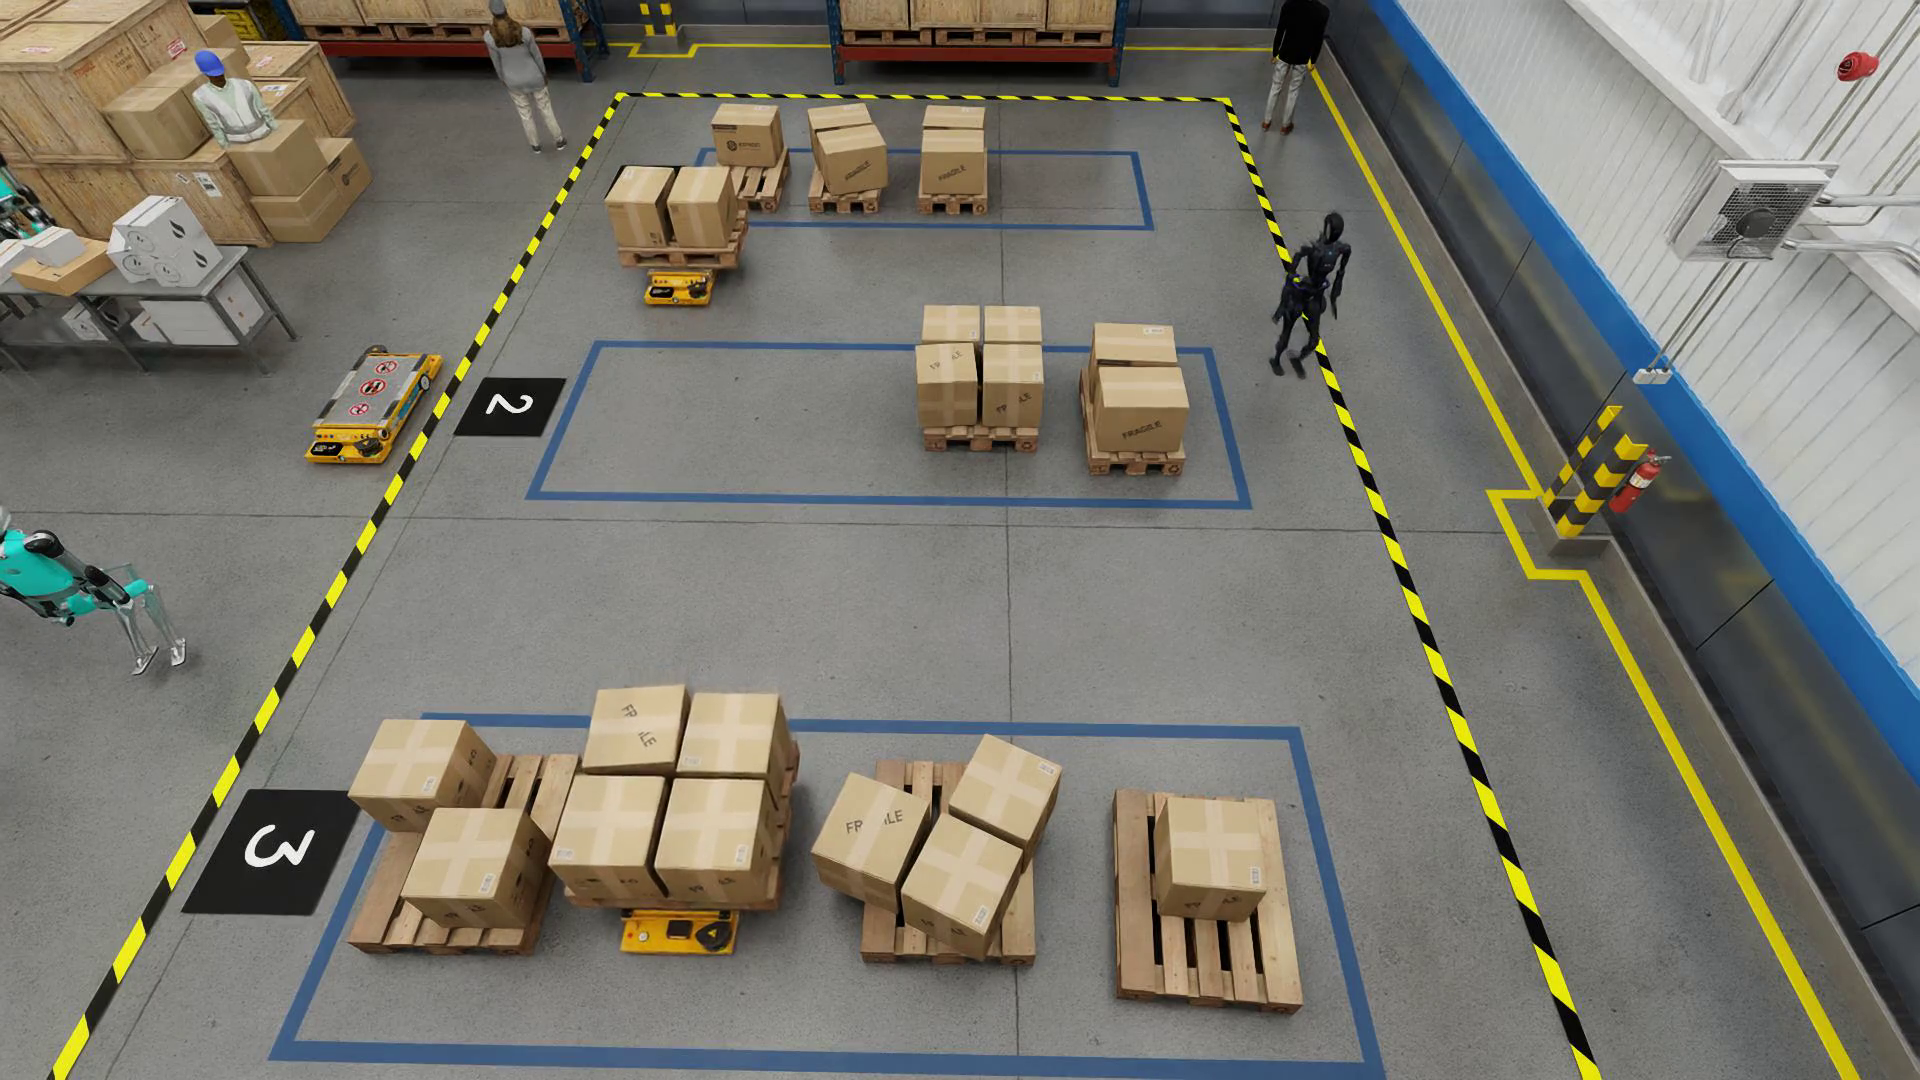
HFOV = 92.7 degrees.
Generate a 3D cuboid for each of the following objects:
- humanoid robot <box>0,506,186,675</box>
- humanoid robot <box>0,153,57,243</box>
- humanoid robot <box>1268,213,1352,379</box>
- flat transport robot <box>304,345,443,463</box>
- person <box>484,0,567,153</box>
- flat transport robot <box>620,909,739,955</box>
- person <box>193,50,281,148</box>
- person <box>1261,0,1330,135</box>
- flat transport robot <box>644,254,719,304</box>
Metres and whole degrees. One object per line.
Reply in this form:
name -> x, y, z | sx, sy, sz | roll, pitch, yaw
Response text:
humanoid robot -> -5.811, 0.254, 6.105 | 0.533, 1.673, 0.735 | -11, 51, -10
humanoid robot -> -9.027, -3.006, 8.986 | 1.050, 1.755, 0.536 | 18, 52, 15
humanoid robot -> 3.141, -2.177, 8.285 | 0.600, 1.645, 0.367 | -7, 50, -6
flat transport robot -> -5.383, -1.269, 8.441 | 0.659, 0.231, 1.431 | 1, 50, 1
person -> -5.289, -5.597, 11.119 | 0.562, 1.769, 0.400 | -13, 51, -11
flat transport robot -> -1.656, 1.840, 5.792 | 0.652, 0.197, 1.431 | 1, 50, 1
person -> -7.600, -4.267, 9.887 | 0.602, 1.937, 0.412 | -33, 57, -25
person -> 4.167, -6.024, 11.407 | 0.590, 1.884, 0.357 | 21, 53, 17
flat transport robot -> -2.940, -3.059, 9.937 | 0.652, 0.197, 1.431 | 1, 50, 1
